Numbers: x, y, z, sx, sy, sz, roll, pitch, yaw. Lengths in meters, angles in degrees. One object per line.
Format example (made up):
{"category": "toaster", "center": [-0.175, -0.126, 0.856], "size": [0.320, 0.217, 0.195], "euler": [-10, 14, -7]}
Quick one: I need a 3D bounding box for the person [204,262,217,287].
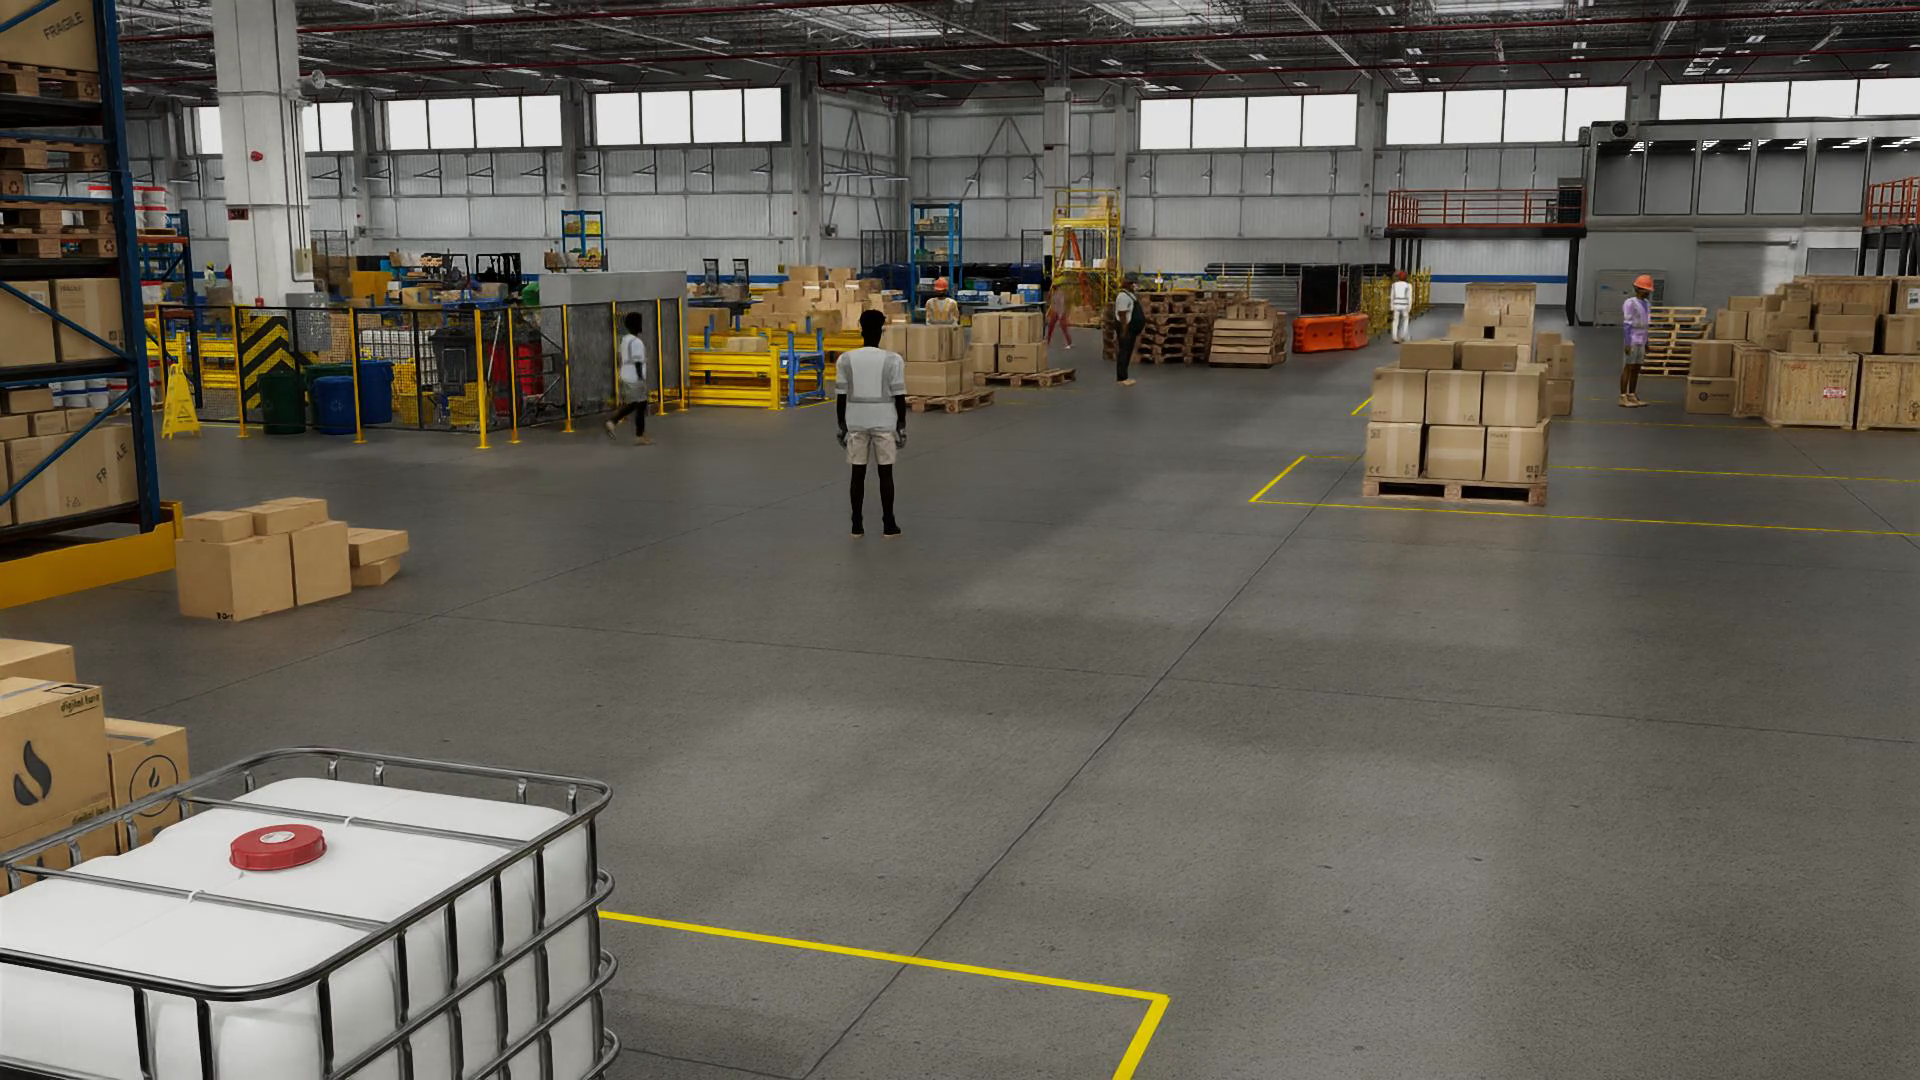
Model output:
{"category": "person", "center": [-29.375, -9.974, 65.237], "size": [0.586, 1.824, 0.405], "euler": [7, 12, 34]}

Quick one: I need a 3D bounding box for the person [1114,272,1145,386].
{"category": "person", "center": [3.028, -3.767, 29.653], "size": [0.535, 2.000, 0.689], "euler": [3, 11, 17]}

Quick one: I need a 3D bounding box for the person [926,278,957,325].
{"category": "person", "center": [-0.319, -3.512, 28.527], "size": [0.542, 1.931, 0.376], "euler": [0, 10, 1]}

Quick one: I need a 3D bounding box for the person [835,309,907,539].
{"category": "person", "center": [-0.752, -0.982, 14.177], "size": [0.618, 1.963, 0.361], "euler": [1, 10, 8]}

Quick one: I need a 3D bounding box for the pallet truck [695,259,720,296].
{"category": "pallet truck", "center": [-9.165, -9.627, 62.776], "size": [0.823, 1.965, 1.885], "euler": [4, 11, 23]}

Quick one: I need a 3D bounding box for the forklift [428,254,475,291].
{"category": "forklift", "center": [-20.133, -10.254, 65.465], "size": [1.157, 1.987, 2.680], "euler": [3, 11, 19]}

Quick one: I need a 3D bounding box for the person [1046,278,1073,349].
{"category": "person", "center": [2.365, -5.454, 40.080], "size": [0.926, 1.716, 0.541], "euler": [-7, 12, -35]}

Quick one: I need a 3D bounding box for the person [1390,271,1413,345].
{"category": "person", "center": [11.093, -5.801, 41.679], "size": [0.606, 1.832, 0.951], "euler": [7, 12, 35]}

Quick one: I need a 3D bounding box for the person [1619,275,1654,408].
{"category": "person", "center": [10.458, -3.054, 25.658], "size": [0.605, 2.035, 0.385], "euler": [-8, 13, -38]}

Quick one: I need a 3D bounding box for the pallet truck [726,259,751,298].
{"category": "pallet truck", "center": [-7.986, -9.493, 62.019], "size": [0.823, 1.965, 1.885], "euler": [3, 11, 17]}

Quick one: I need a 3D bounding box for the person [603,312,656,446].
{"category": "person", "center": [-4.129, -2.001, 20.733], "size": [0.534, 1.684, 0.539], "euler": [-5, 11, -28]}

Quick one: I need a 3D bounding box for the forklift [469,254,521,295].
{"category": "forklift", "center": [-17.990, -10.121, 64.684], "size": [1.157, 1.987, 2.680], "euler": [3, 11, 17]}
